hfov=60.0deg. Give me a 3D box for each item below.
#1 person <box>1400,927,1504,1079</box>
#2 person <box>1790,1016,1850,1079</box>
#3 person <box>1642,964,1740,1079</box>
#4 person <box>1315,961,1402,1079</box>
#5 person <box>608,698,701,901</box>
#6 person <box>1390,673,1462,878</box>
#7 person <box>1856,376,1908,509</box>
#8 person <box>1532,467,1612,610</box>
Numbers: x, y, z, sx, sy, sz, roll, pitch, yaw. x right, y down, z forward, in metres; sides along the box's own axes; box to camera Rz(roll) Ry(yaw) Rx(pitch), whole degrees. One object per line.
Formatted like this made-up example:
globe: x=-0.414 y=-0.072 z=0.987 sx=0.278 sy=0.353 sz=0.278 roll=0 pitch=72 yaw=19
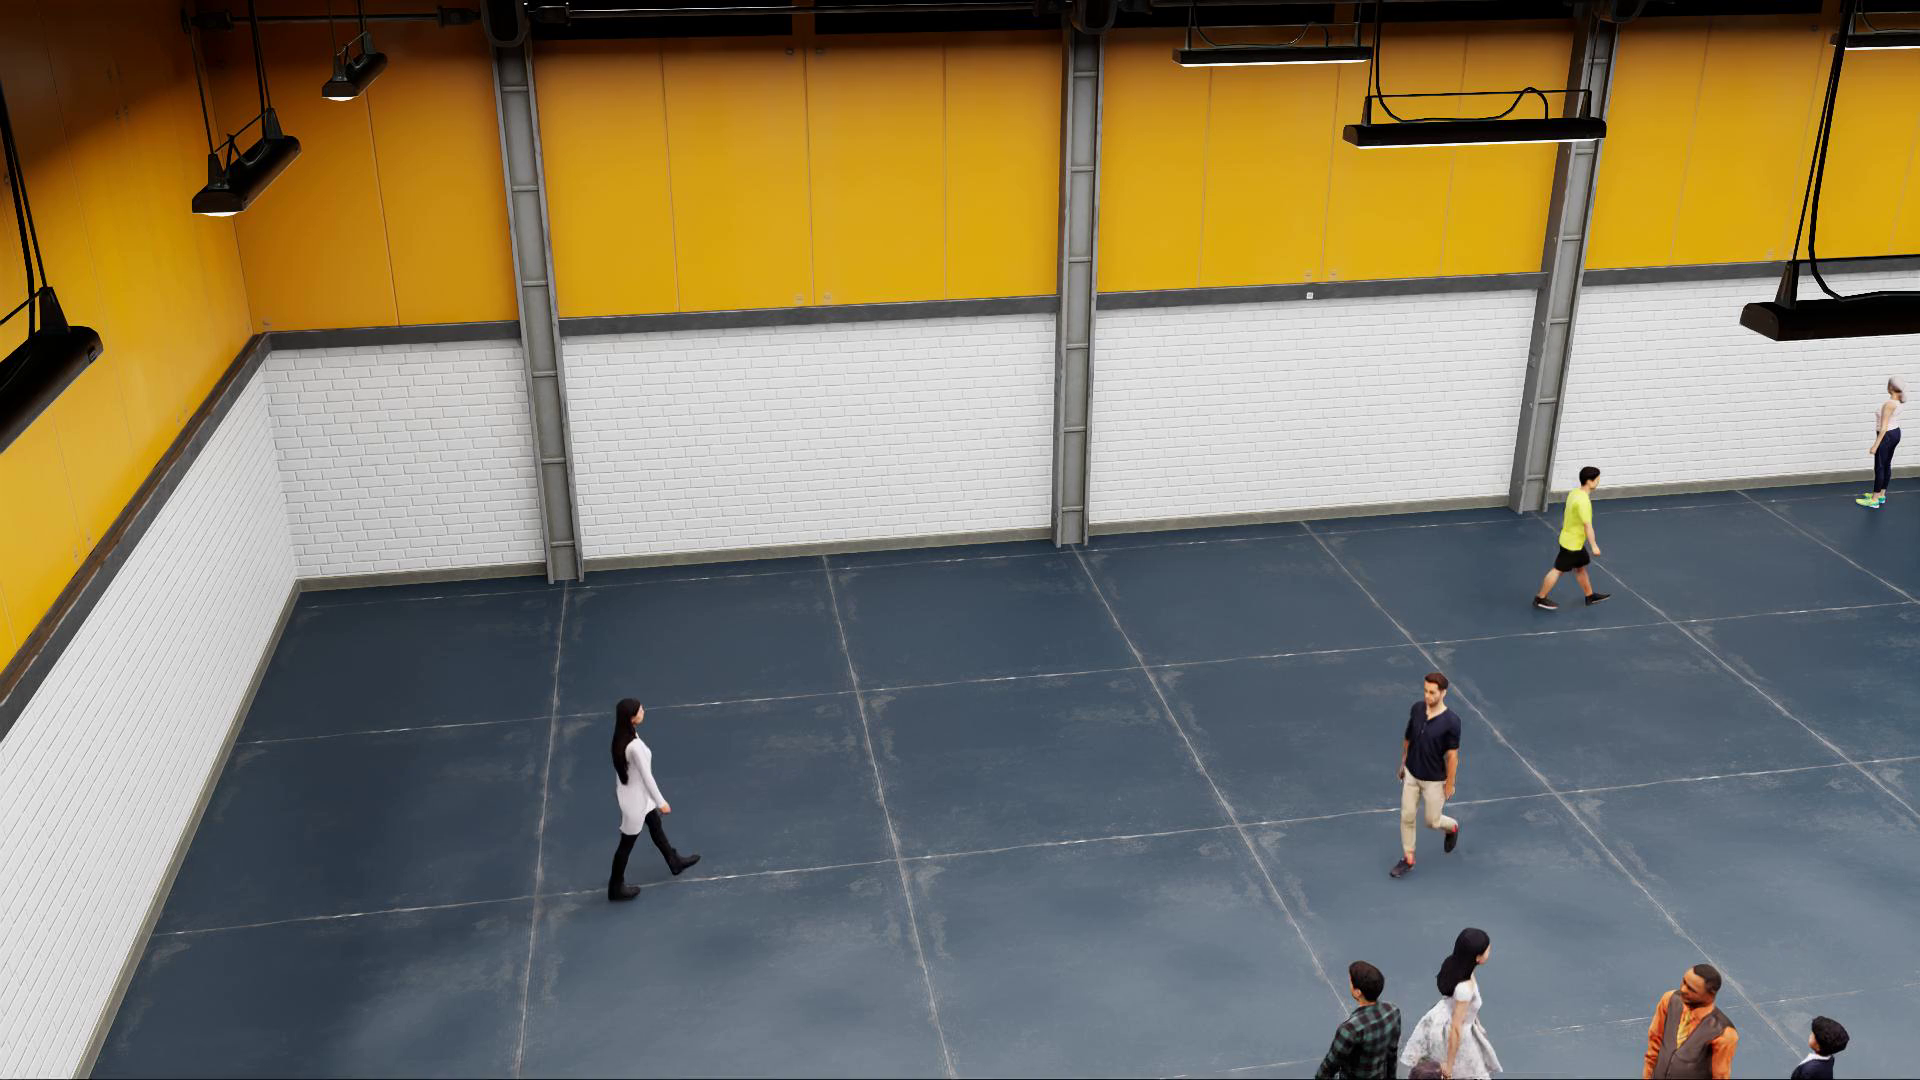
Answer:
person: x=3.044 y=3.259 z=10.675 sx=0.998 sy=1.742 sz=0.710 roll=0 pitch=24 yaw=1
person: x=5.451 y=3.585 z=10.584 sx=0.543 sy=1.218 sz=0.636 roll=-15 pitch=28 yaw=-30
person: x=4.436 y=3.380 z=10.193 sx=0.727 sy=1.906 sz=0.771 roll=-12 pitch=26 yaw=-25
person: x=2.545 y=3.414 z=10.281 sx=1.188 sy=1.672 sz=1.079 roll=-19 pitch=30 yaw=-36
person: x=-2.689 y=2.112 z=13.262 sx=1.098 sy=1.772 sz=0.779 roll=-10 pitch=25 yaw=-21
person: x=3.879 y=1.903 z=13.659 sx=1.073 sy=1.836 sz=0.937 roll=-20 pitch=30 yaw=-38
person: x=11.732 y=-1.253 z=21.043 sx=0.637 sy=1.705 sz=0.743 roll=-19 pitch=30 yaw=-36
person: x=6.619 y=0.013 z=18.202 sx=1.151 sy=1.661 sz=0.889 roll=5 pitch=24 yaw=11
